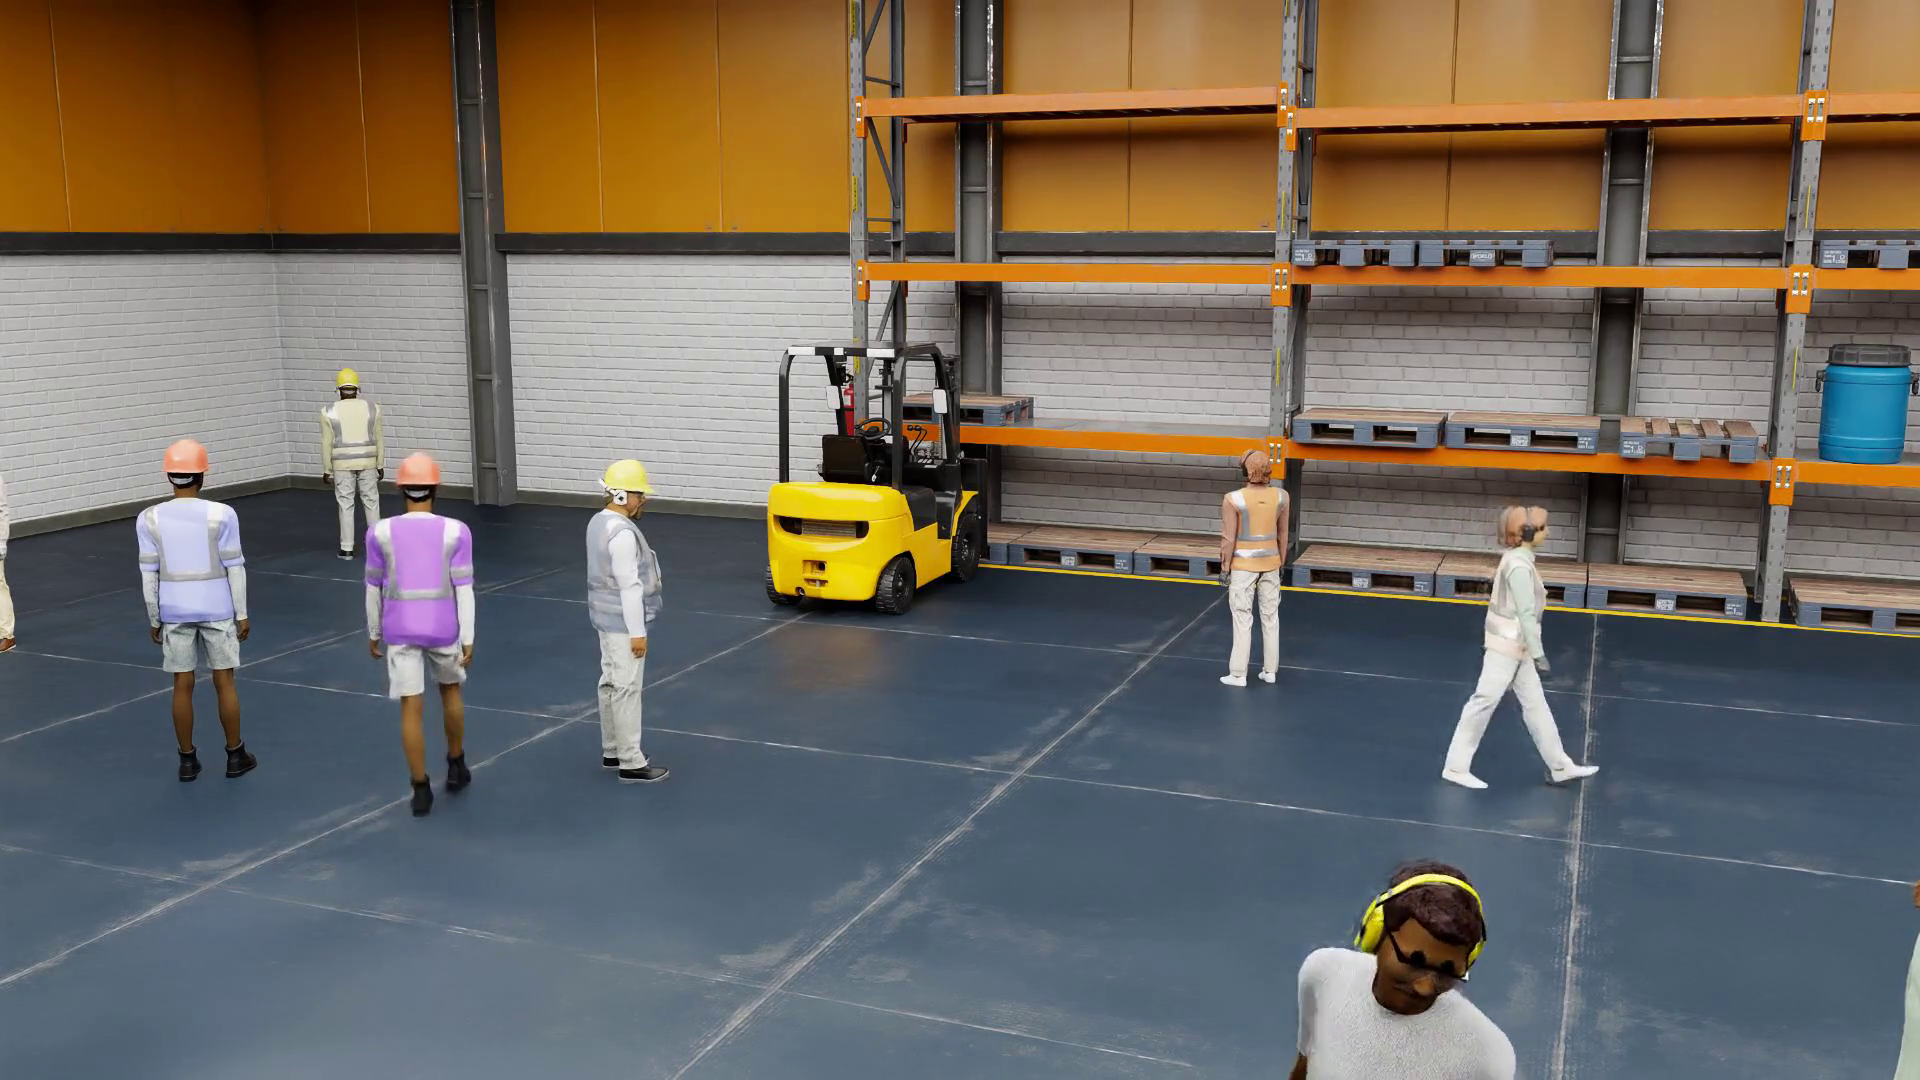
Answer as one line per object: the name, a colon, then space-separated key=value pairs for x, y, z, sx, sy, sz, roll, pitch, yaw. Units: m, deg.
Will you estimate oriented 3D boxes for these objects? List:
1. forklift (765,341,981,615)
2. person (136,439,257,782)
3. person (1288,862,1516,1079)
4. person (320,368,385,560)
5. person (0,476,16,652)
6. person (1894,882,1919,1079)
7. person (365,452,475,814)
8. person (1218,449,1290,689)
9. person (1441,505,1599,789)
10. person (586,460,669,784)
forklift: x=-0.739 y=-0.602 z=14.246 sx=1.214 sy=2.155 sz=2.313 roll=4 pitch=11 yaw=21
person: x=-4.298 y=0.399 z=9.380 sx=0.543 sy=1.940 sz=0.361 roll=-2 pitch=10 yaw=-13
person: x=0.831 y=1.517 z=3.516 sx=0.604 sy=1.804 sz=0.805 roll=7 pitch=13 yaw=36
person: x=-5.816 y=-0.726 z=15.942 sx=0.587 sy=1.834 sz=0.403 roll=-6 pitch=12 yaw=-31
person: x=-7.258 y=0.027 z=12.304 sx=0.507 sy=1.632 sz=0.272 roll=3 pitch=11 yaw=16
person: x=2.421 y=1.504 z=4.075 sx=0.265 sy=1.631 sz=0.507 roll=4 pitch=11 yaw=19
person: x=-2.918 y=0.480 z=9.024 sx=0.568 sy=1.909 sz=0.771 roll=-3 pitch=11 yaw=-16
person: x=2.002 y=0.198 z=11.333 sx=0.514 sy=1.641 sz=0.309 roll=-4 pitch=11 yaw=-20
person: x=3.096 y=0.610 z=9.137 sx=0.863 sy=1.597 sz=0.510 roll=3 pitch=11 yaw=18
person: x=-1.883 y=0.455 z=9.391 sx=0.403 sy=1.823 sz=0.586 roll=-5 pitch=11 yaw=-27
